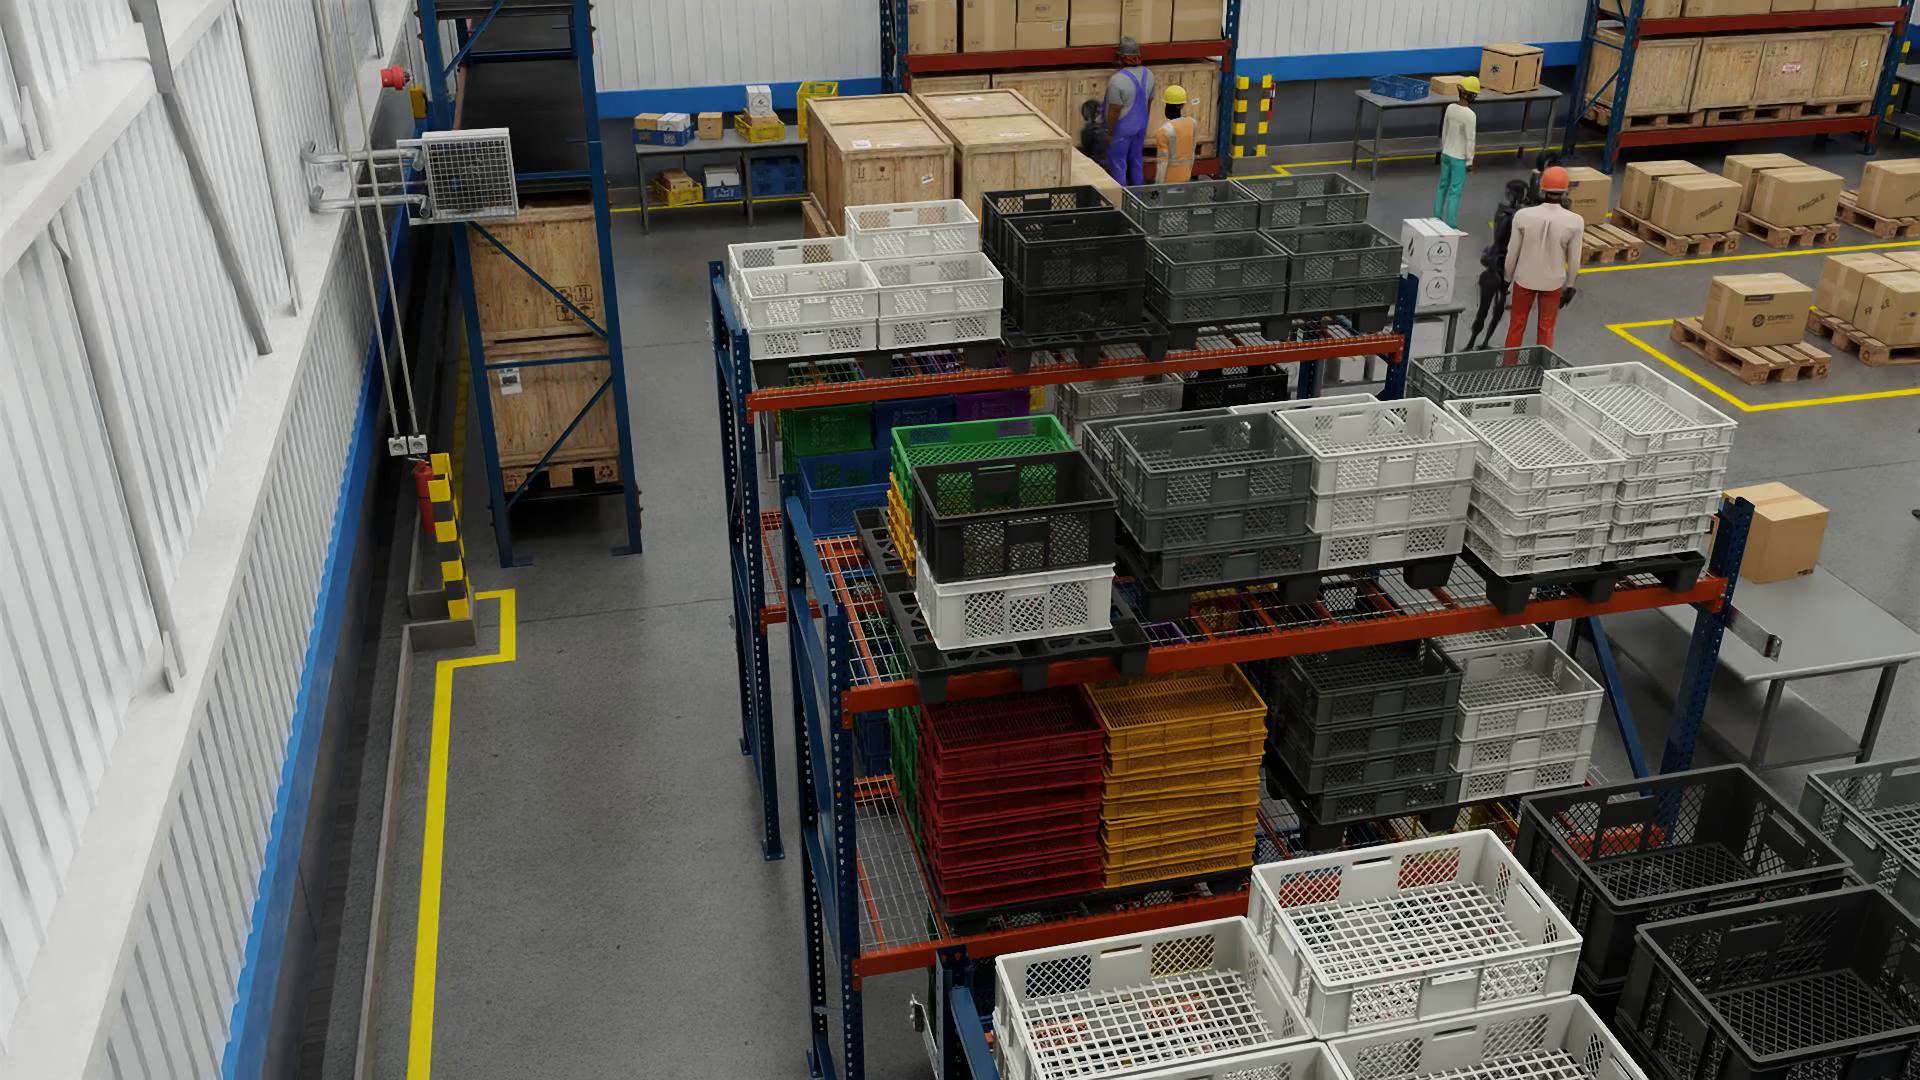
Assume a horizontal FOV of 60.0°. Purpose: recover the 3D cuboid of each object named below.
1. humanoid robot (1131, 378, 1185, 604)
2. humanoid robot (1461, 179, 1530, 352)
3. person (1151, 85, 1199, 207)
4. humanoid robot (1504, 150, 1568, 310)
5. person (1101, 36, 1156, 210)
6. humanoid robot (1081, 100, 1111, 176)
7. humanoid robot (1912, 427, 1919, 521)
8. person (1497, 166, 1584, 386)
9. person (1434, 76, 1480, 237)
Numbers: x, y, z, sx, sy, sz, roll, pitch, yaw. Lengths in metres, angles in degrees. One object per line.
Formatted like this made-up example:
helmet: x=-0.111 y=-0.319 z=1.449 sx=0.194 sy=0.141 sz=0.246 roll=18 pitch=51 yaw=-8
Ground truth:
humanoid robot: x=1.420 y=-0.268 z=11.064 sx=0.653 sy=1.637 sz=0.447 roll=3 pitch=28 yaw=6
humanoid robot: x=4.953 y=-2.484 z=15.271 sx=0.365 sy=1.639 sz=0.661 roll=23 pitch=36 yaw=37
person: x=2.226 y=-3.793 z=17.464 sx=0.585 sy=1.928 sz=0.374 roll=-24 pitch=36 yaw=-37
humanoid robot: x=5.753 y=-3.031 z=16.293 sx=0.530 sy=1.628 sz=0.636 roll=-6 pitch=28 yaw=-11
person: x=1.878 y=-4.773 z=19.204 sx=0.689 sy=2.000 sz=0.539 roll=-22 pitch=35 yaw=-36
humanoid robot: x=1.387 y=-3.951 z=18.057 sx=0.544 sy=1.628 sz=0.592 roll=-3 pitch=28 yaw=-6
humanoid robot: x=7.412 y=-0.892 z=12.212 sx=0.592 sy=1.657 sz=0.326 roll=8 pitch=29 yaw=15
person: x=5.047 y=-2.261 z=14.483 sx=0.621 sy=1.996 sz=0.372 roll=10 pitch=29 yaw=18
person: x=5.561 y=-4.277 z=18.563 sx=0.320 sy=1.760 sz=0.522 roll=-9 pitch=29 yaw=-17
